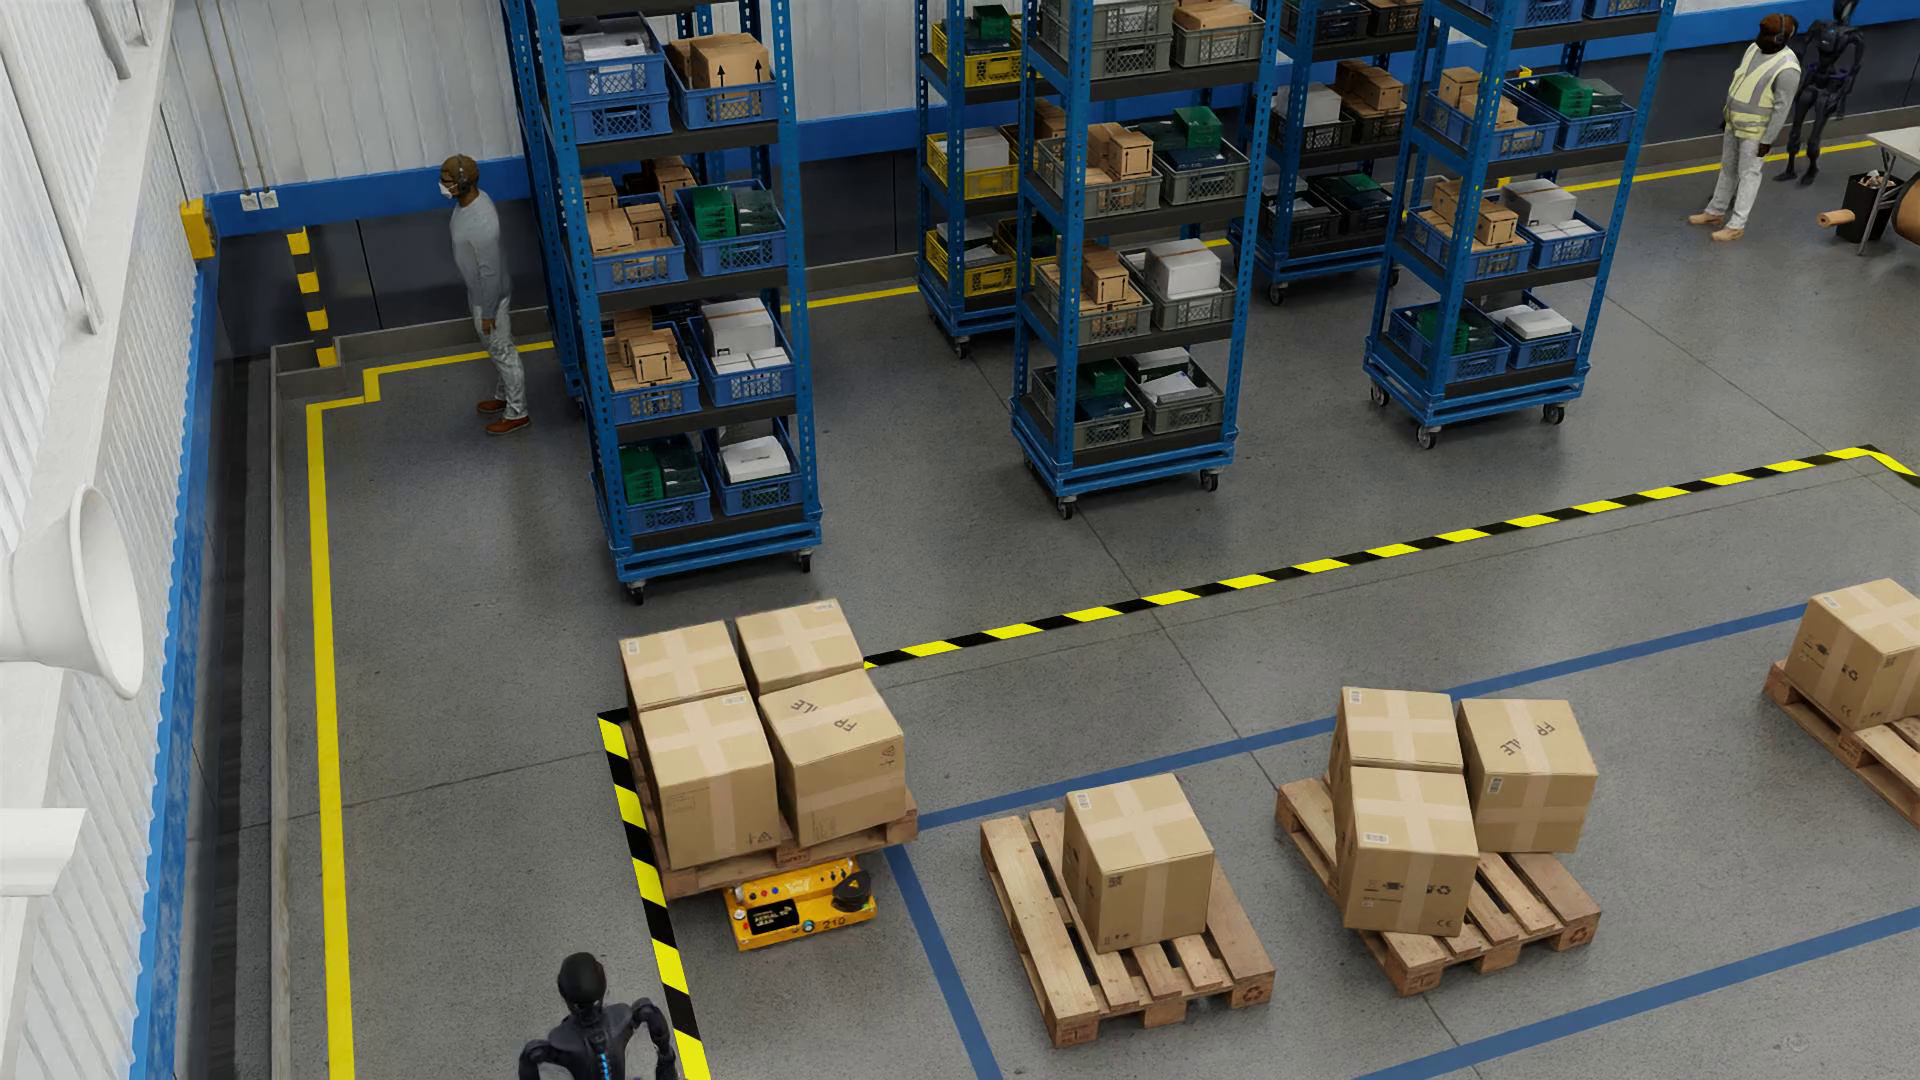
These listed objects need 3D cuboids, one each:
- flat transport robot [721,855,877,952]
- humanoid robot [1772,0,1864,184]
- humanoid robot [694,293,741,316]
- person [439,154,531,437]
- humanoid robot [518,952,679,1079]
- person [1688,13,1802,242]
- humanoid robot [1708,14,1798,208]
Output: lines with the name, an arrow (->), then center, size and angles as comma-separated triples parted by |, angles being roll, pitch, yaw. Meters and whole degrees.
flat transport robot -> -0.920, 1.347, 8.121 | 0.652, 0.197, 1.431 | -11, 37, -15
humanoid robot -> 7.429, -3.883, 14.355 | 0.422, 1.653, 0.590 | -23, 41, -29
humanoid robot -> -1.411, -1.095, 10.380 | 0.401, 1.642, 0.613 | 6, 36, 8
person -> -3.106, -1.598, 10.873 | 0.372, 1.940, 0.626 | -12, 37, -17
humanoid robot -> -1.242, 2.099, 5.862 | 0.587, 1.645, 0.351 | -18, 39, -24
person -> 6.351, -3.321, 13.399 | 0.431, 1.845, 0.621 | -5, 35, -7
humanoid robot -> 6.647, -3.587, 13.920 | 0.327, 1.652, 0.589 | 0, 35, -1
